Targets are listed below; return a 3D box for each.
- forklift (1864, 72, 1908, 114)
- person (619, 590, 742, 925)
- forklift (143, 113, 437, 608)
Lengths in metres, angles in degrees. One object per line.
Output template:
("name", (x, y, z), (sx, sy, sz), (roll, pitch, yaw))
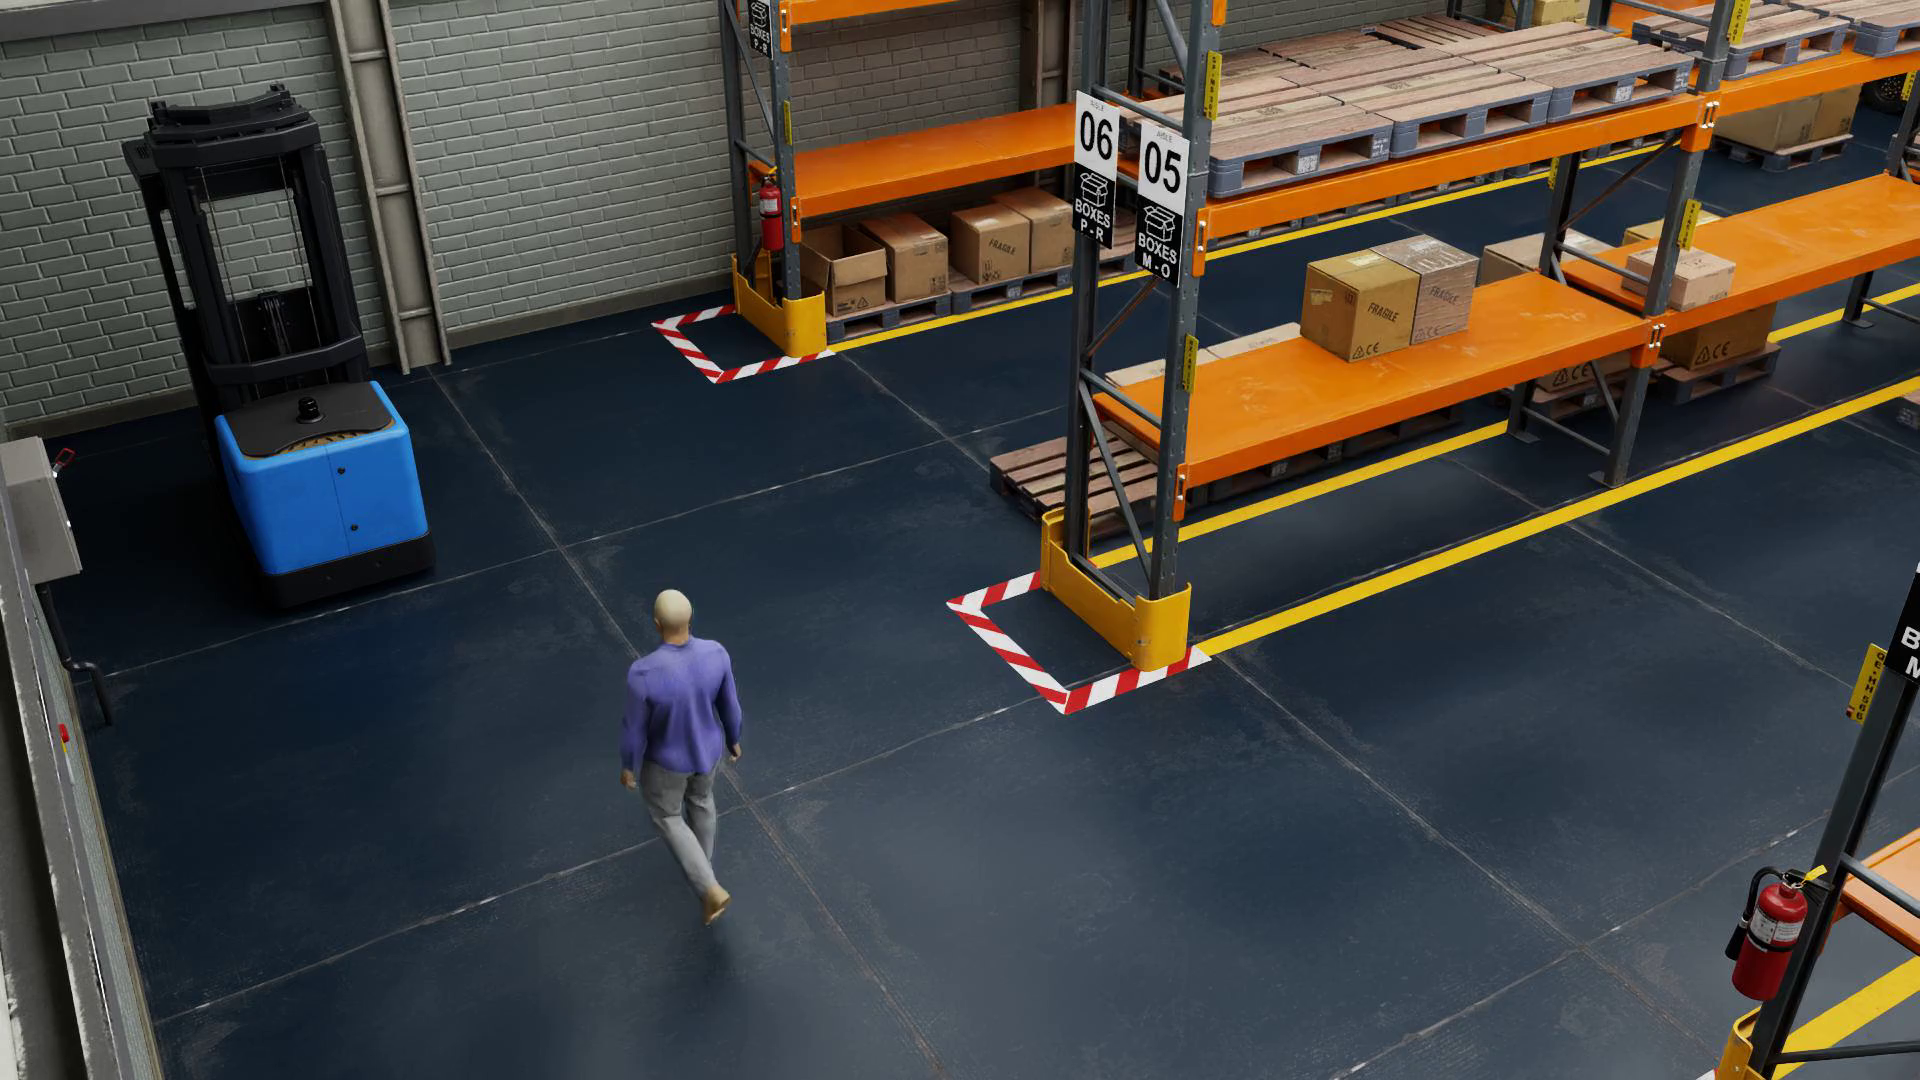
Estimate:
("forklift", (11.468, -5.645, 18.244), (1.214, 2.155, 2.313), (-17, 36, -26))
("person", (-1.276, 1.033, 7.835), (0.609, 1.776, 0.646), (-21, 37, -30))
("forklift", (-4.289, -1.259, 10.509), (1.129, 2.768, 1.873), (-17, 36, -26))
